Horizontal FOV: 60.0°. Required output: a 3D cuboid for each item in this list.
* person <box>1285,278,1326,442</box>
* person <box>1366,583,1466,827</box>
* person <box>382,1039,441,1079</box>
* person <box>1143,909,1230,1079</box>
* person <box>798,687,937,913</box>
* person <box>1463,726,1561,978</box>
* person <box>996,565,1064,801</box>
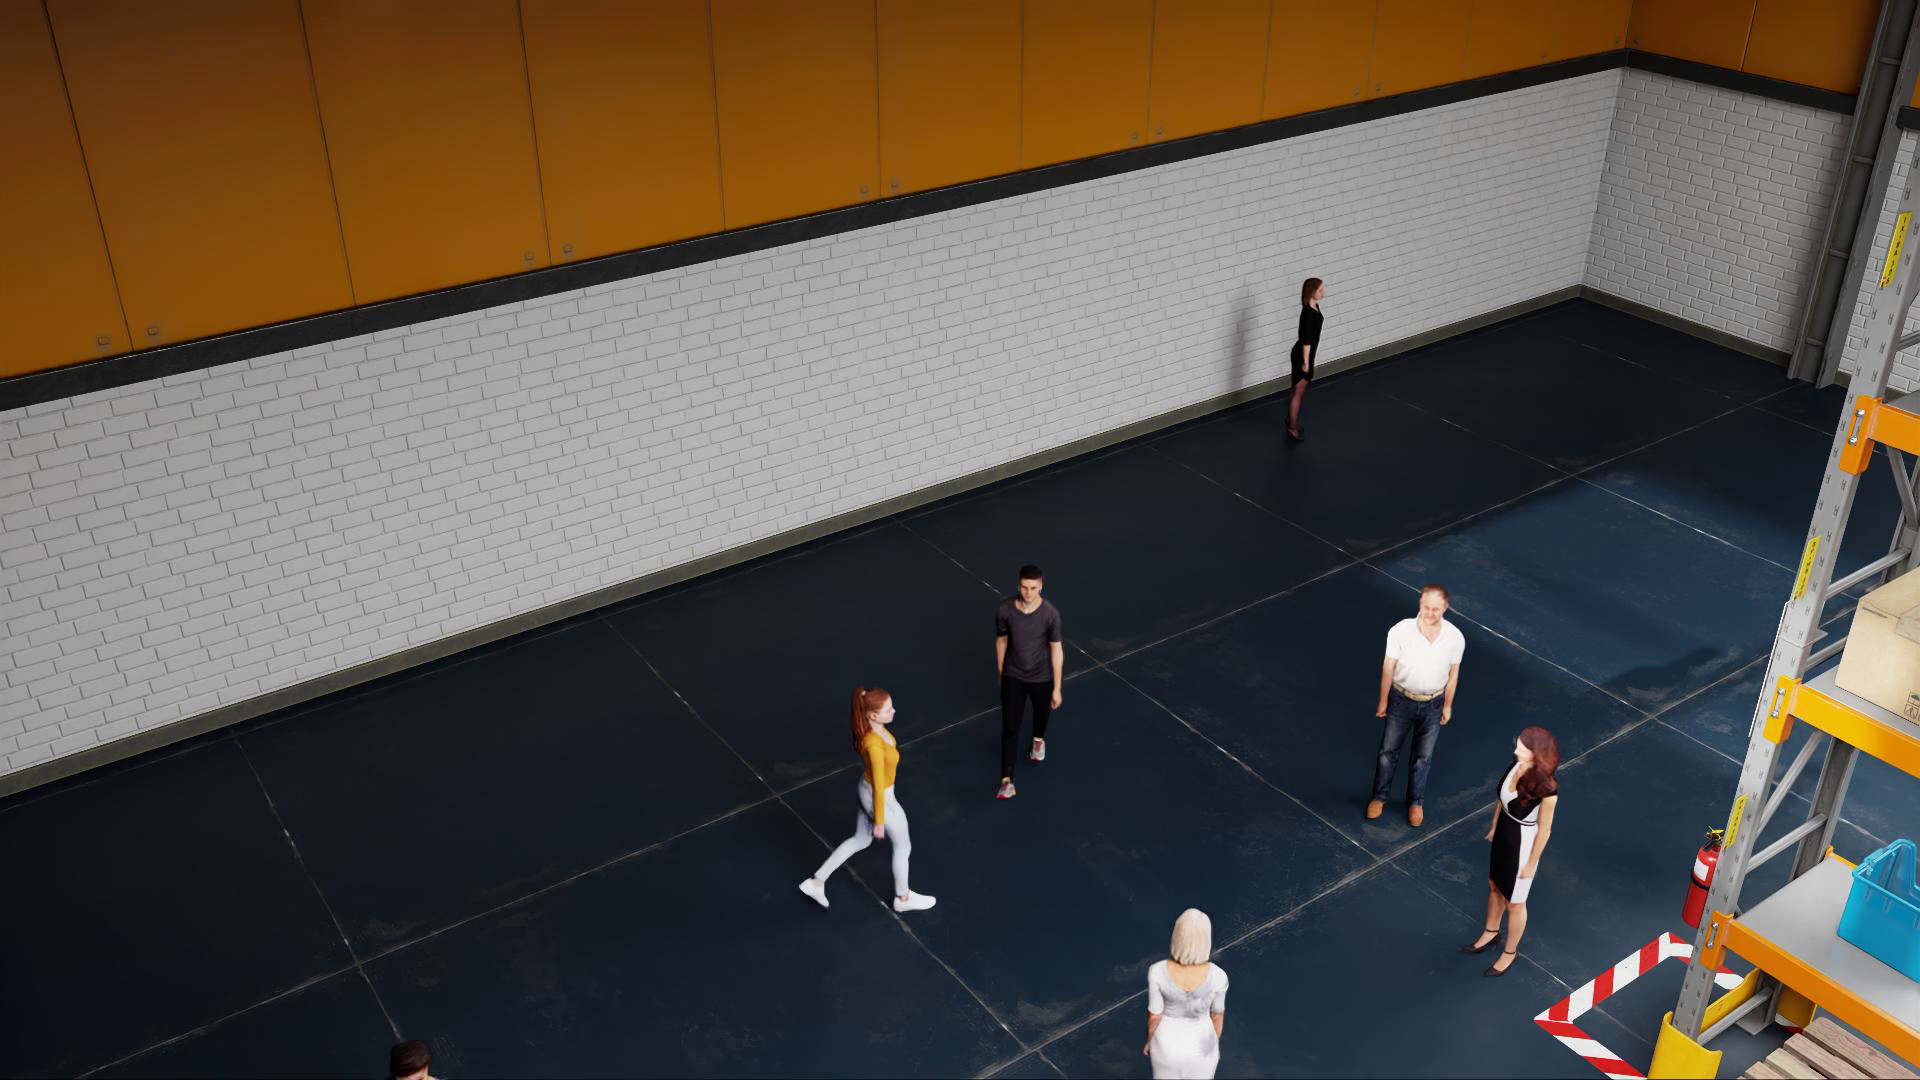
[{"bbox_3d":[3.491,-1.853,16.893,0.701,1.705,0.656,7,29,12],"label":"person"},{"bbox_3d":[3.116,1.086,11.348,0.727,1.856,0.812,8,30,14],"label":"person"},{"bbox_3d":[-2.656,2.982,8.224,0.844,1.518,1.020,0,29,0],"label":"person"},{"bbox_3d":[1.167,2.629,8.629,0.646,1.751,0.696,3,29,6],"label":"person"},{"bbox_3d":[-0.601,1.660,10.435,0.905,1.723,1.112,-8,30,-14],"label":"person"},{"bbox_3d":[3.340,1.855,10.001,0.701,1.796,0.540,-8,30,-14],"label":"person"},{"bbox_3d":[0.509,0.923,11.797,1.138,1.712,1.207,5,29,8],"label":"person"}]
